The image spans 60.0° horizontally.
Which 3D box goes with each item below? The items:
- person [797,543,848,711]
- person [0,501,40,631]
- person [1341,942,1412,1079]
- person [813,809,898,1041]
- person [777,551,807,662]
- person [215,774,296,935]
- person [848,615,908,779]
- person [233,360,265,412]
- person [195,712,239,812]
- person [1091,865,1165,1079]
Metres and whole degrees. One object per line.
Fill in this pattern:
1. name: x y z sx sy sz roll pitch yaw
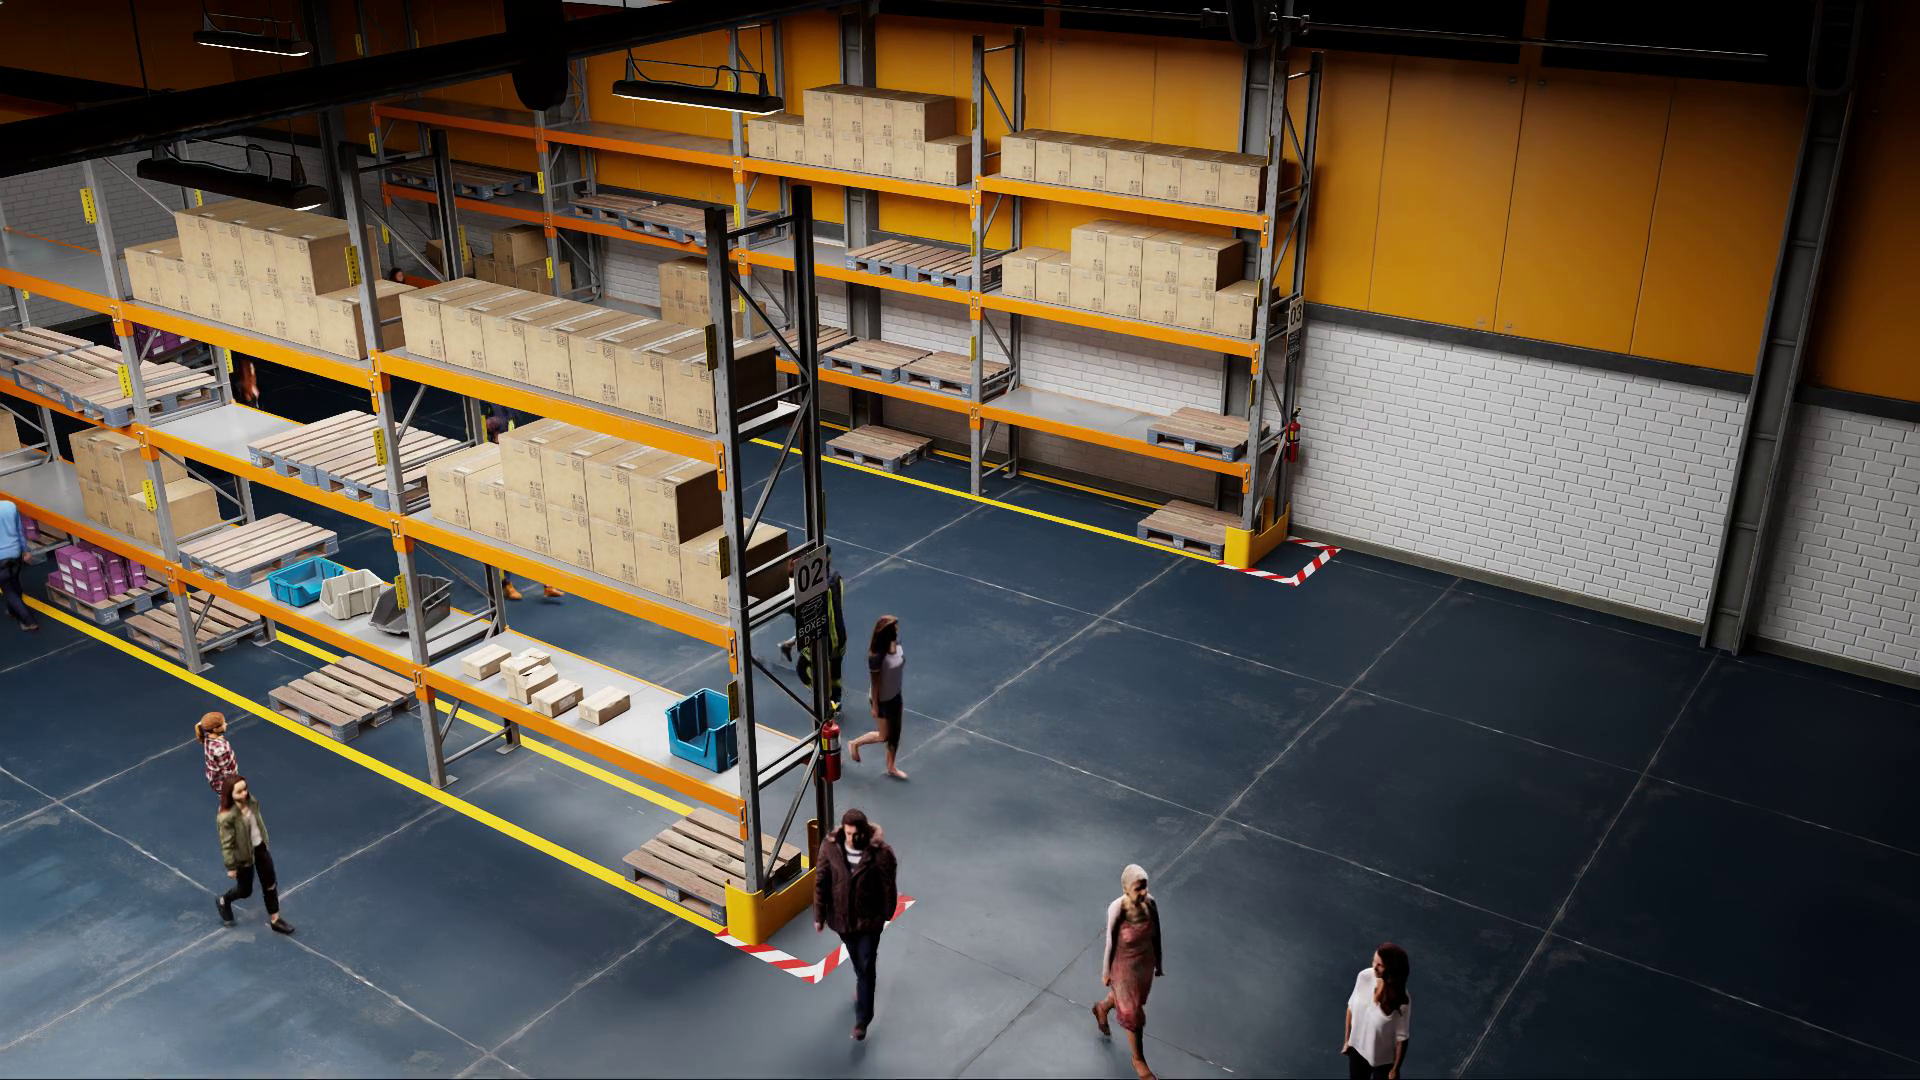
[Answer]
1. person: -1.289 0.920 16.685 0.814 1.853 0.844 8 25 17
2. person: -10.582 0.179 18.461 1.015 1.787 0.714 13 27 28
3. person: 2.769 3.412 11.055 0.723 1.795 0.561 -17 29 -34
4. person: -0.761 2.755 12.544 1.141 1.807 1.059 6 24 13
5. person: -1.718 0.726 17.594 0.840 1.479 0.693 8 25 17
6. person: -5.814 2.541 13.466 0.977 1.459 0.722 9 25 20
7. person: -0.767 1.451 15.644 0.820 1.712 0.612 14 27 30
8. person: -9.754 -1.635 22.719 0.759 1.700 0.737 4 24 10
9. person: -6.519 2.094 14.682 0.637 1.305 0.523 -17 29 -34
10. person: 1.189 3.050 12.055 0.852 1.657 1.113 -15 28 -30
